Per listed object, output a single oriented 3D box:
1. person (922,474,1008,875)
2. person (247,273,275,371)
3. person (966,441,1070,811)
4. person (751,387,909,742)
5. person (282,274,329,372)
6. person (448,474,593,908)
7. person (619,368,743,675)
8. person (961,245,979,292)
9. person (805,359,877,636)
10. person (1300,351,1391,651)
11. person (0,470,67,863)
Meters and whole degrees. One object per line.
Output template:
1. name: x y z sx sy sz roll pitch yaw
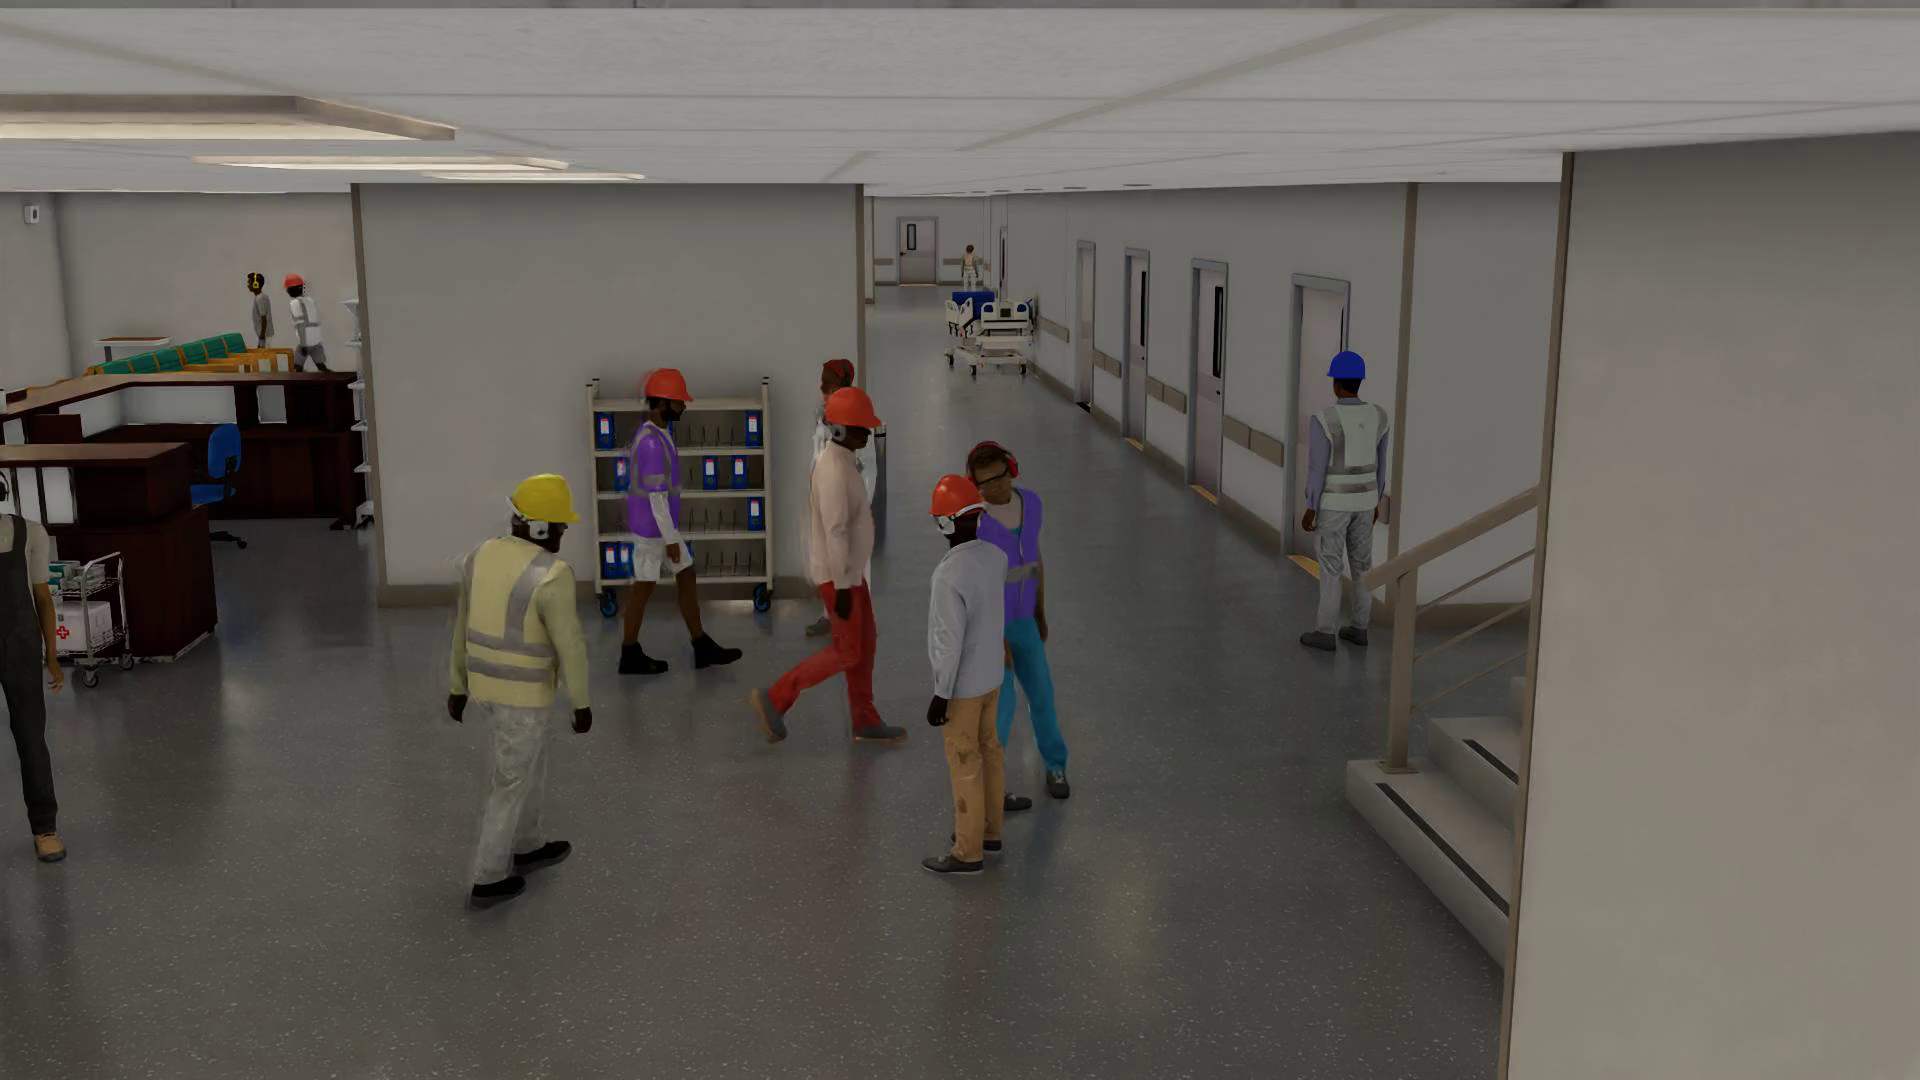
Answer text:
1. person: 0.005 0.582 7.227 0.339 1.748 0.563 5 13 25
2. person: -10.124 -2.935 24.122 0.334 1.873 0.517 -4 12 -18
3. person: 0.226 0.404 7.999 0.440 1.800 0.680 11 16 42
4. person: -0.698 0.166 8.768 0.738 1.965 0.665 0 12 0
5. person: -9.241 -2.810 23.547 0.836 1.876 0.566 2 12 11
6. person: -1.830 0.615 6.972 0.612 1.785 0.723 9 15 38
7. person: -1.720 -0.094 10.145 0.872 1.901 0.578 0 12 -2
8. person: 0.279 -7.606 47.515 0.517 1.639 0.313 3 12 16
9. person: -0.786 -0.257 11.002 0.358 1.883 0.572 -10 15 -41
10. person: 2.490 -0.248 10.801 0.605 1.948 0.391 -5 13 -25
11. person: -4.201 0.528 7.253 0.505 1.847 0.344 -7 14 -31
